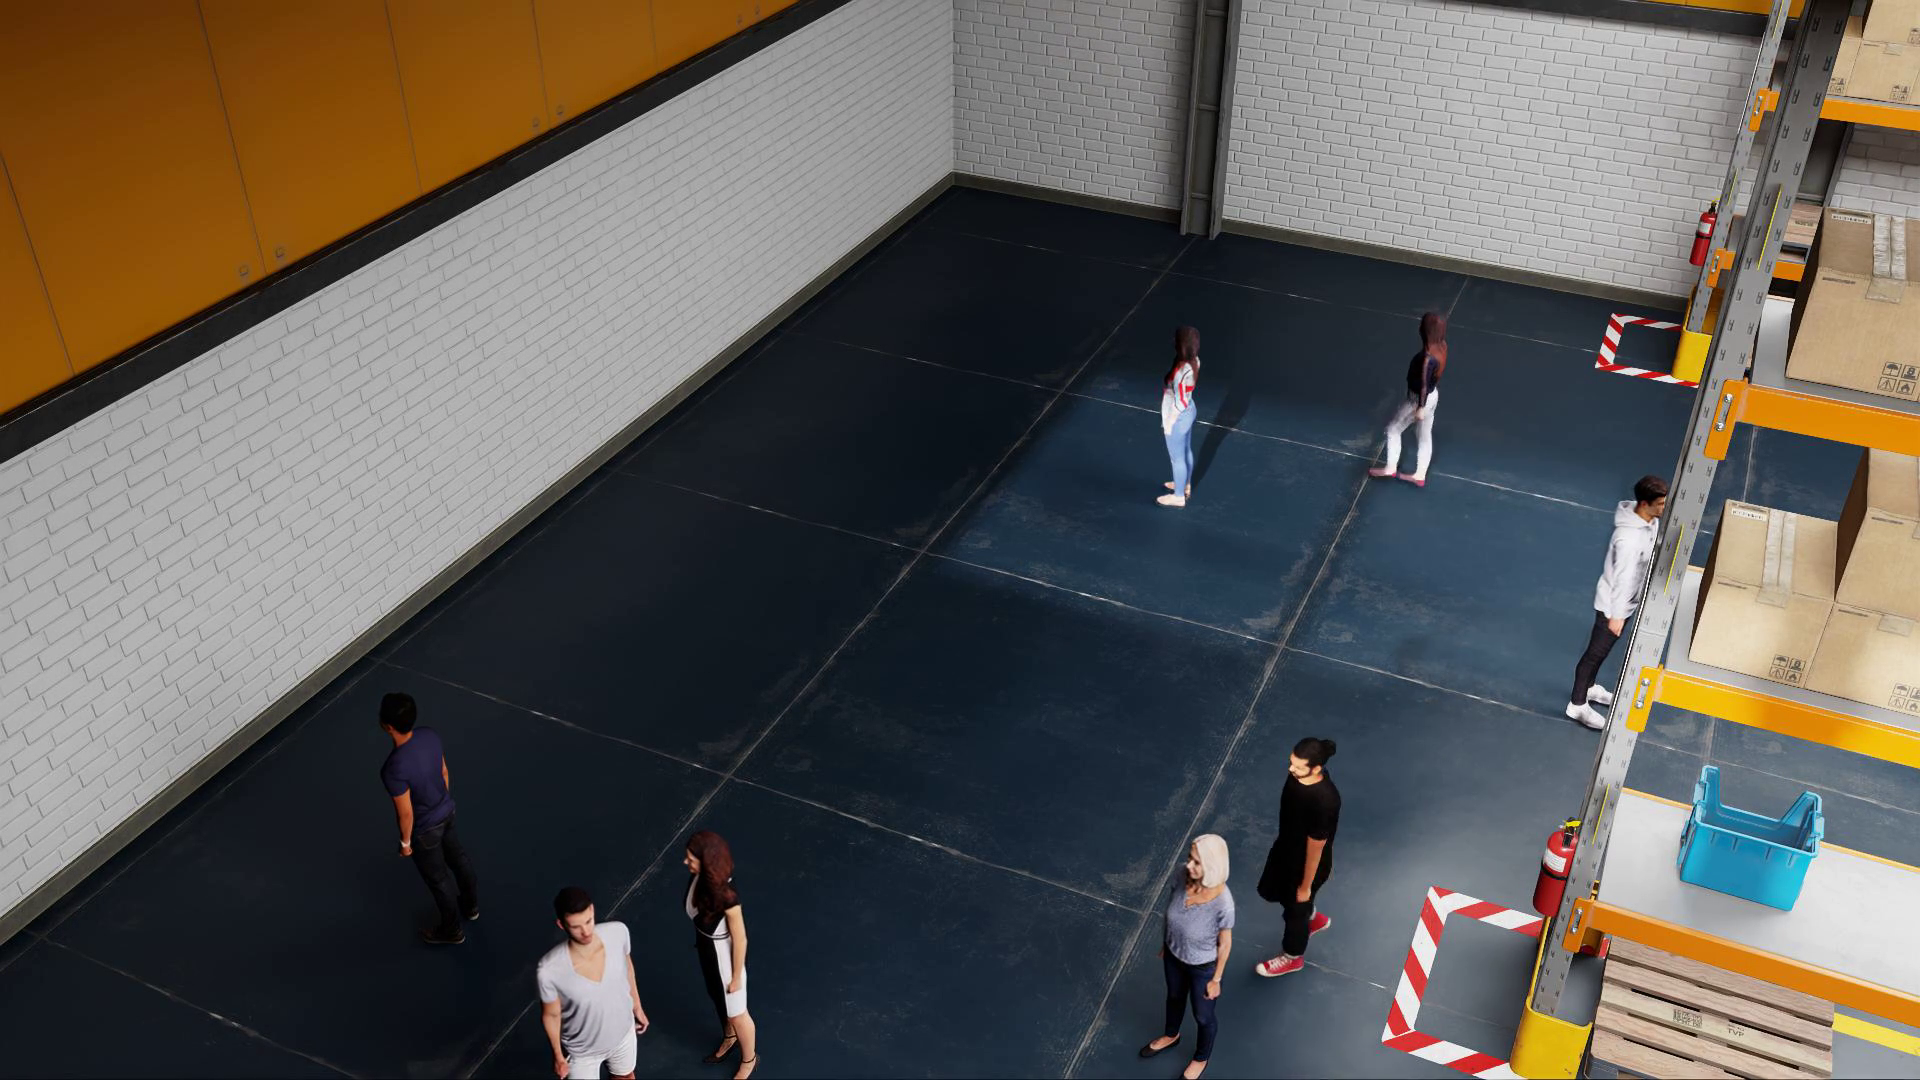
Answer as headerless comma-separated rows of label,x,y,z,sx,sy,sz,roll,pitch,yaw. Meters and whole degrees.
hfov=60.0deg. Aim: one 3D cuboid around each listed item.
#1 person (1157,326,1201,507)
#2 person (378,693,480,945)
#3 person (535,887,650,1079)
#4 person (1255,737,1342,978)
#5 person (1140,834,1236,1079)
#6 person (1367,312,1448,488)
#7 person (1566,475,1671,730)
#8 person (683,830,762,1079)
person,1.830,-1.033,13.760,0.506,1.612,0.599,13,36,18
person,-3.074,1.608,9.622,0.570,1.793,0.664,10,35,14
person,-1.825,2.429,8.334,0.759,1.853,0.709,-26,42,-34
person,2.006,1.781,9.410,0.891,1.741,0.828,-9,35,-13
person,1.247,2.197,8.800,0.709,1.722,0.595,-23,40,-30
person,3.921,-1.142,13.941,0.728,1.593,0.641,19,38,26
person,4.487,0.387,11.337,0.605,1.928,0.708,20,38,27
person,-1.252,2.199,8.732,0.719,1.795,0.608,-20,38,-27
